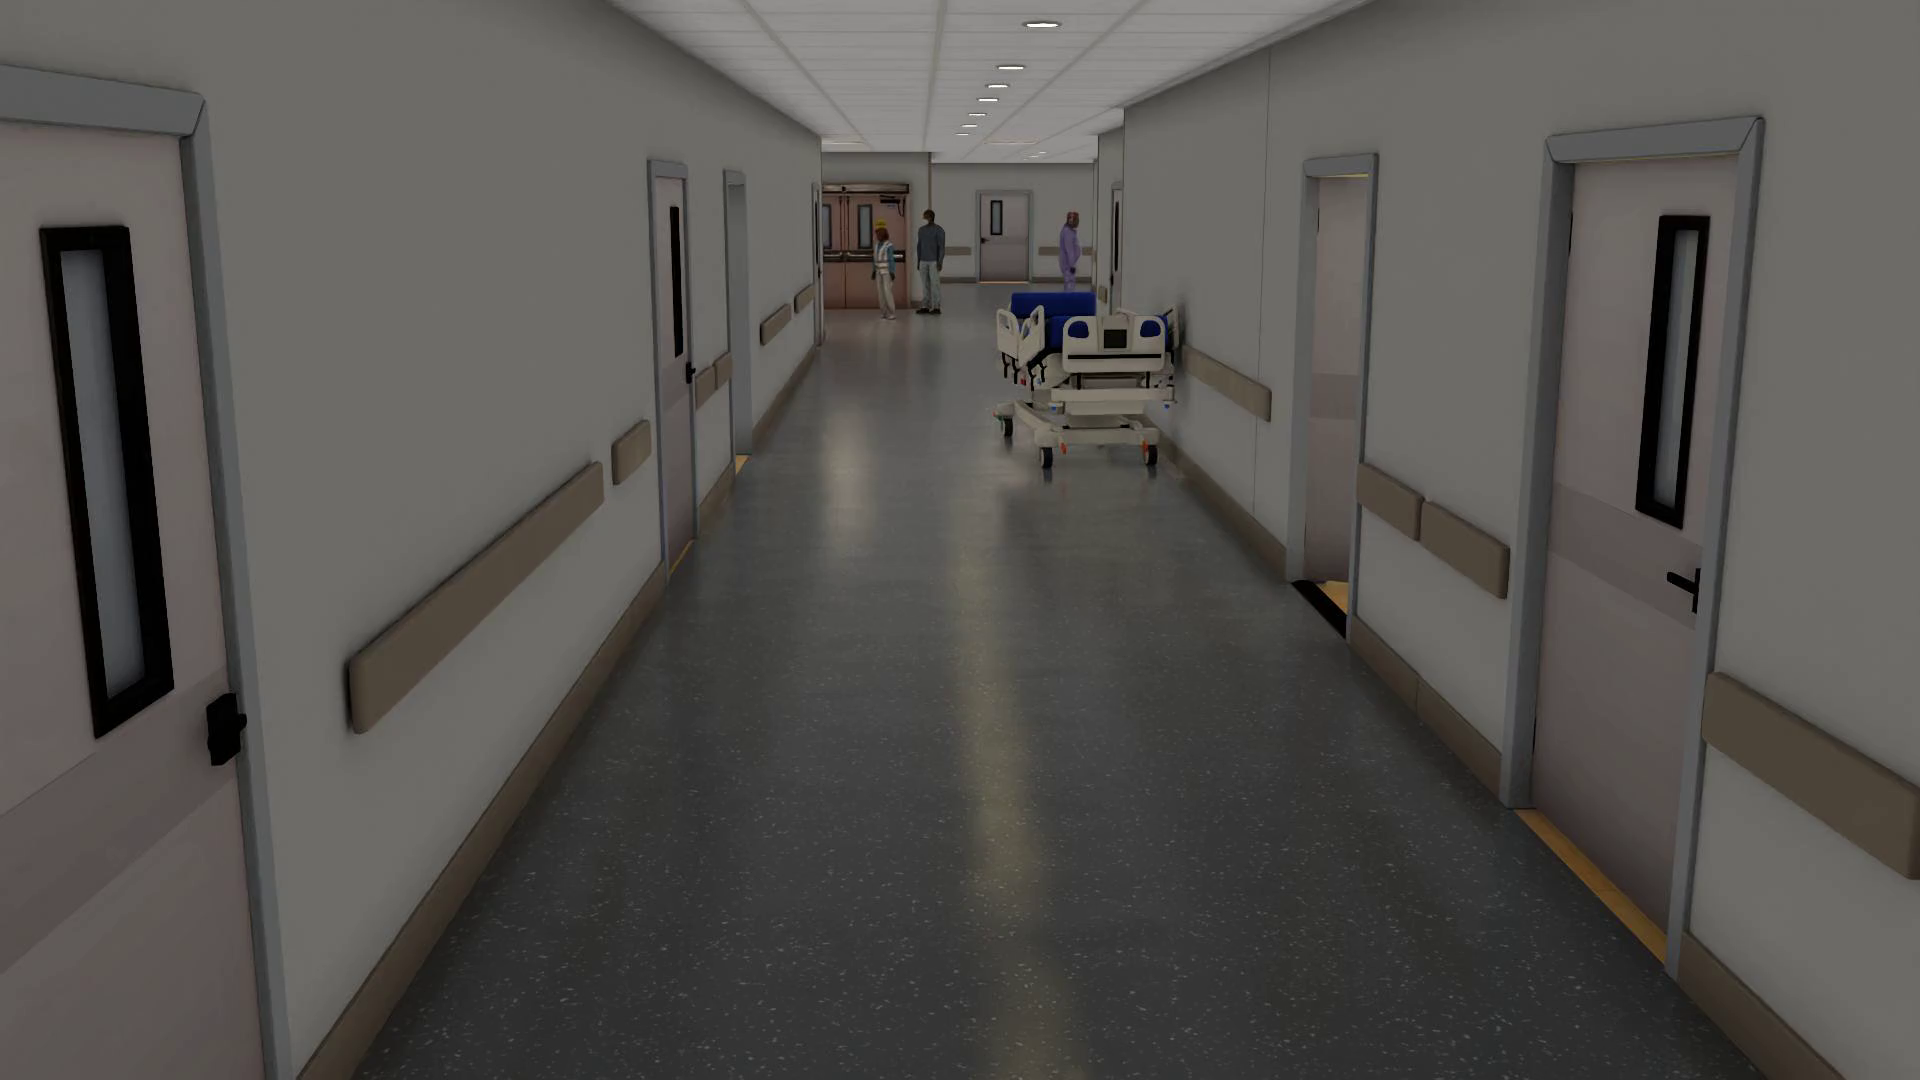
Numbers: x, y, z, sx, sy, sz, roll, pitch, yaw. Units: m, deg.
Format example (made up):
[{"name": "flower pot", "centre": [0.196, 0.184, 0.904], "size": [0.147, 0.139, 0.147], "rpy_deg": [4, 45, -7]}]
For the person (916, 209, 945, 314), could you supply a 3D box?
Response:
[{"name": "person", "centre": [-0.559, -5.164, 30.912], "size": [0.635, 1.938, 0.366], "rpy_deg": [9, 15, 38]}]

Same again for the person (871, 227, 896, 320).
[{"name": "person", "centre": [-1.359, -4.743, 29.626], "size": [0.321, 1.628, 0.564], "rpy_deg": [-9, 15, -37]}]

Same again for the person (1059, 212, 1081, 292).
[{"name": "person", "centre": [2.044, -5.103, 30.725], "size": [0.426, 1.896, 0.667], "rpy_deg": [0, 12, 2]}]
